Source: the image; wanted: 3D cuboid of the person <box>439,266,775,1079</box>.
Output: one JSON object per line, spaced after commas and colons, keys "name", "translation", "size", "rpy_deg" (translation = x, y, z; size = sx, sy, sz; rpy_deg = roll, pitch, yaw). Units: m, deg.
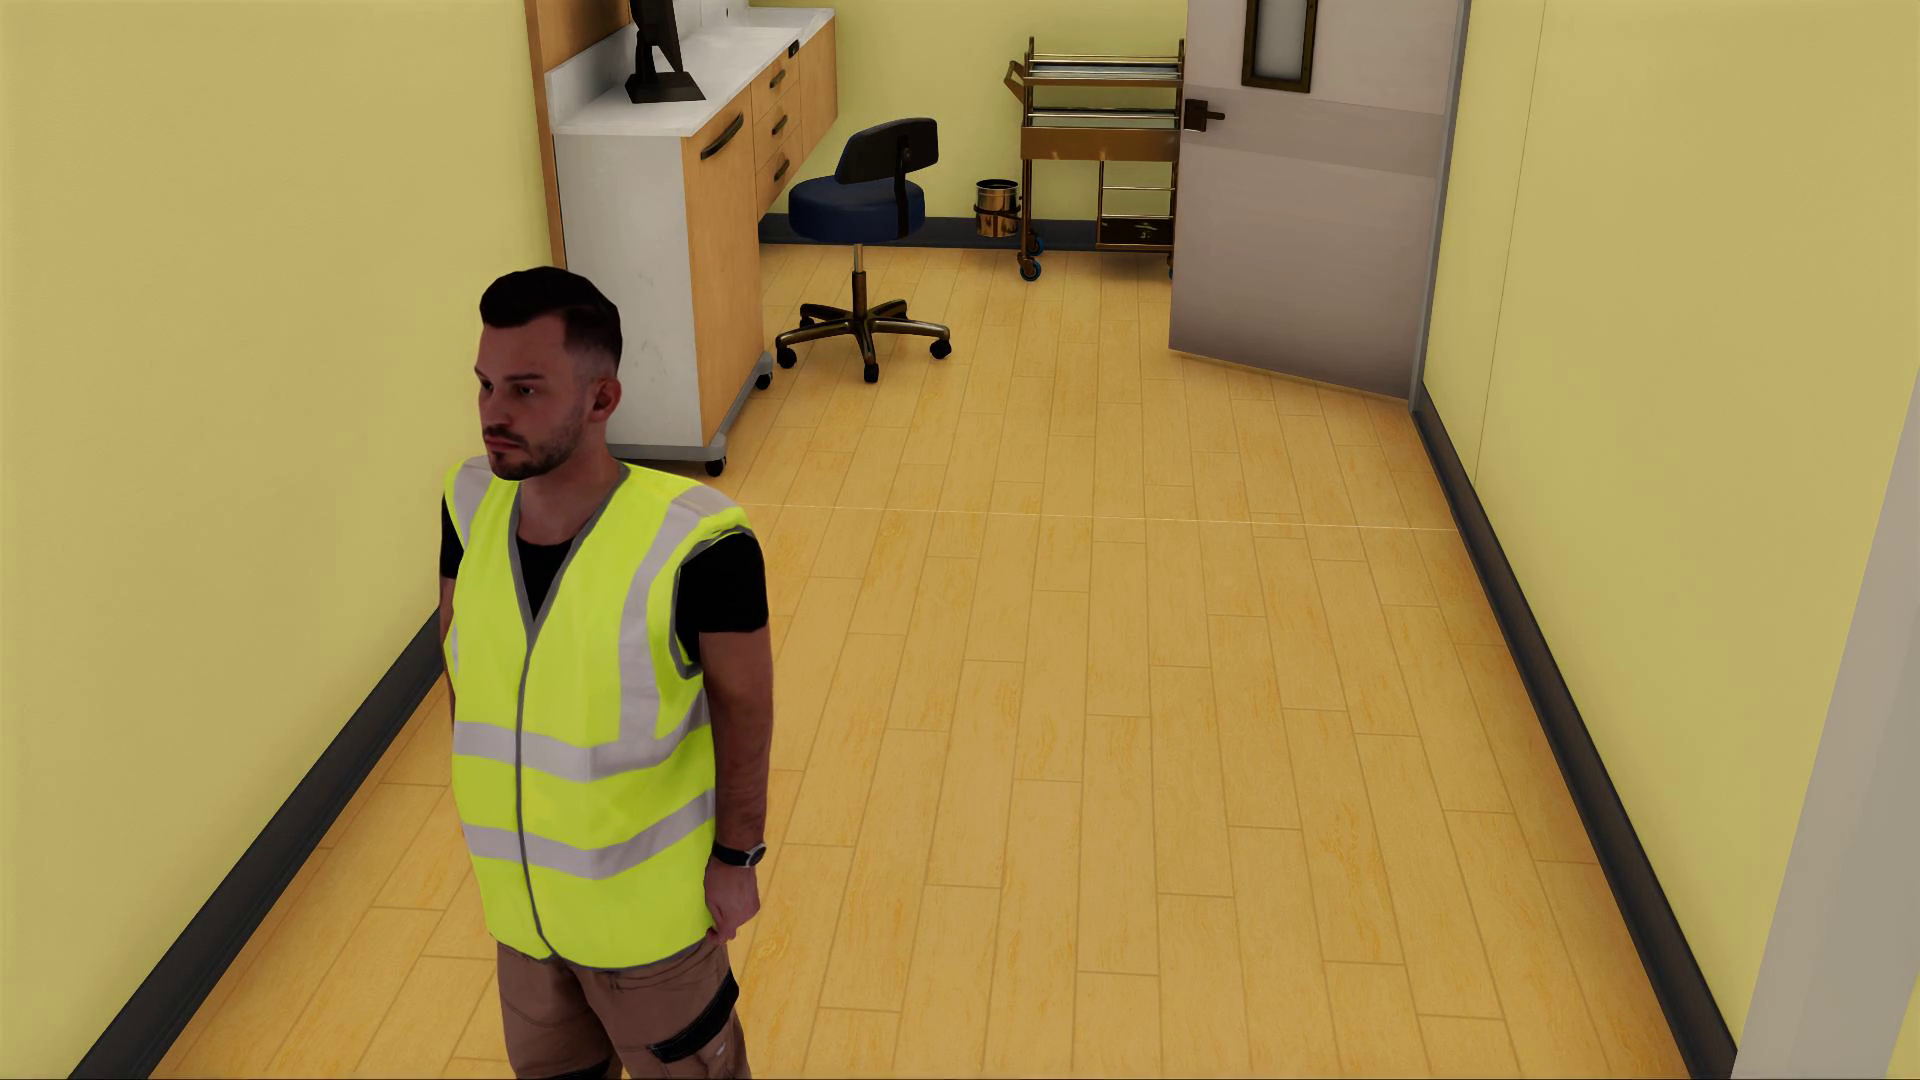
{"name": "person", "translation": [-0.543, 0.477, 2.519], "size": [0.734, 1.847, 0.826], "rpy_deg": [8, 27, 17]}
